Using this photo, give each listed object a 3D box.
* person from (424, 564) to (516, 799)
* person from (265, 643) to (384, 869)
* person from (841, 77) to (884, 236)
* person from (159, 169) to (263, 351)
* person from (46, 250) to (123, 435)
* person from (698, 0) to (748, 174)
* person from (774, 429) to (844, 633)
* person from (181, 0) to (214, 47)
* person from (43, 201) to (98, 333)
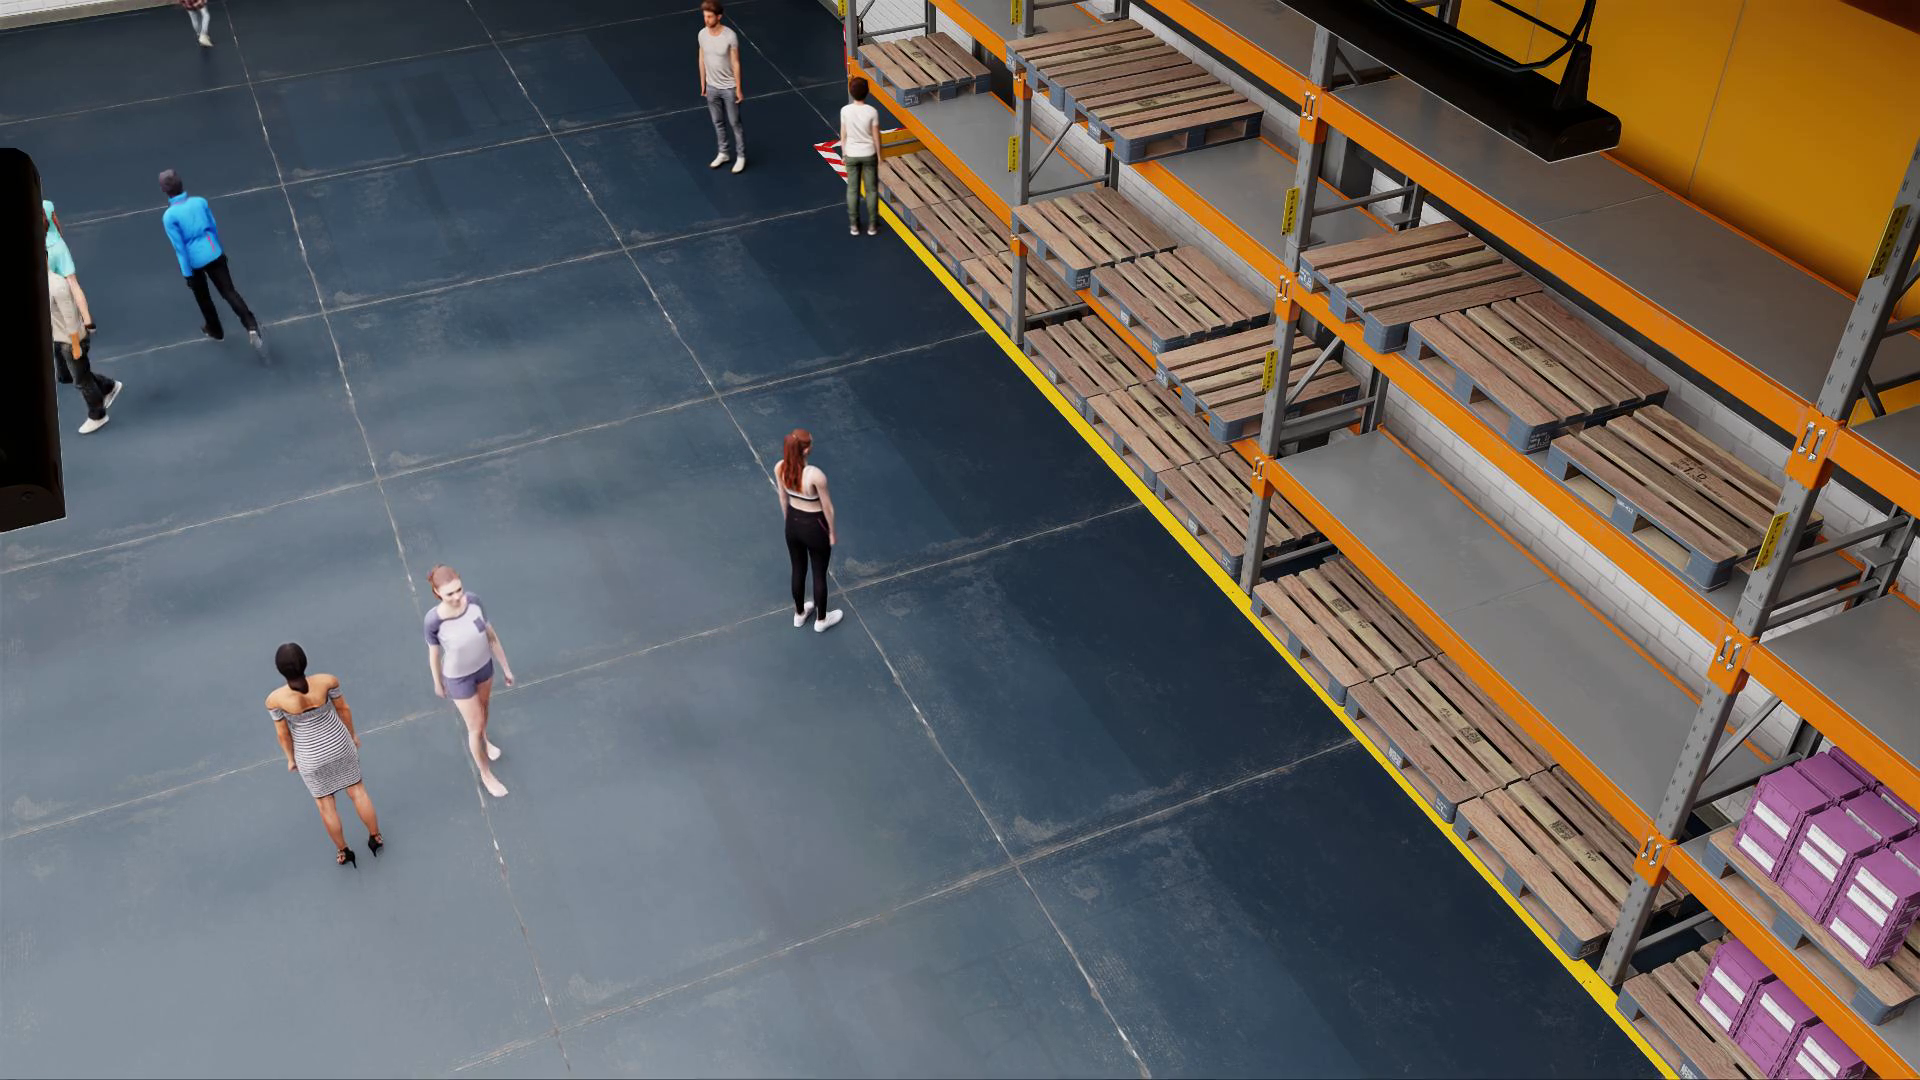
[{"bbox_3d":[-3.284,0.807,10.950,0.913,1.747,0.768,26,46,29],"label":"person"},{"bbox_3d":[-3.902,1.331,10.234,0.609,1.822,0.548,-20,43,-23],"label":"person"},{"bbox_3d":[-1.006,-3.900,16.919,0.658,1.653,0.677,3,39,4],"label":"person"},{"bbox_3d":[-6.795,-2.488,15.058,1.204,1.770,0.963,27,46,30],"label":"person"},{"bbox_3d":[-7.494,-1.759,14.123,0.835,1.797,0.886,23,44,26],"label":"person"},{"bbox_3d":[-2.565,-4.936,18.027,0.735,1.889,0.804,15,41,18],"label":"person"},{"bbox_3d":[-1.113,-0.068,12.052,0.645,1.740,0.730,18,42,21],"label":"person"},{"bbox_3d":[-9.643,-6.789,20.821,0.676,1.299,0.768,-1,39,-1],"label":"person"},{"bbox_3d":[-8.389,-2.623,15.431,1.109,1.514,0.832,29,47,31],"label":"person"}]
